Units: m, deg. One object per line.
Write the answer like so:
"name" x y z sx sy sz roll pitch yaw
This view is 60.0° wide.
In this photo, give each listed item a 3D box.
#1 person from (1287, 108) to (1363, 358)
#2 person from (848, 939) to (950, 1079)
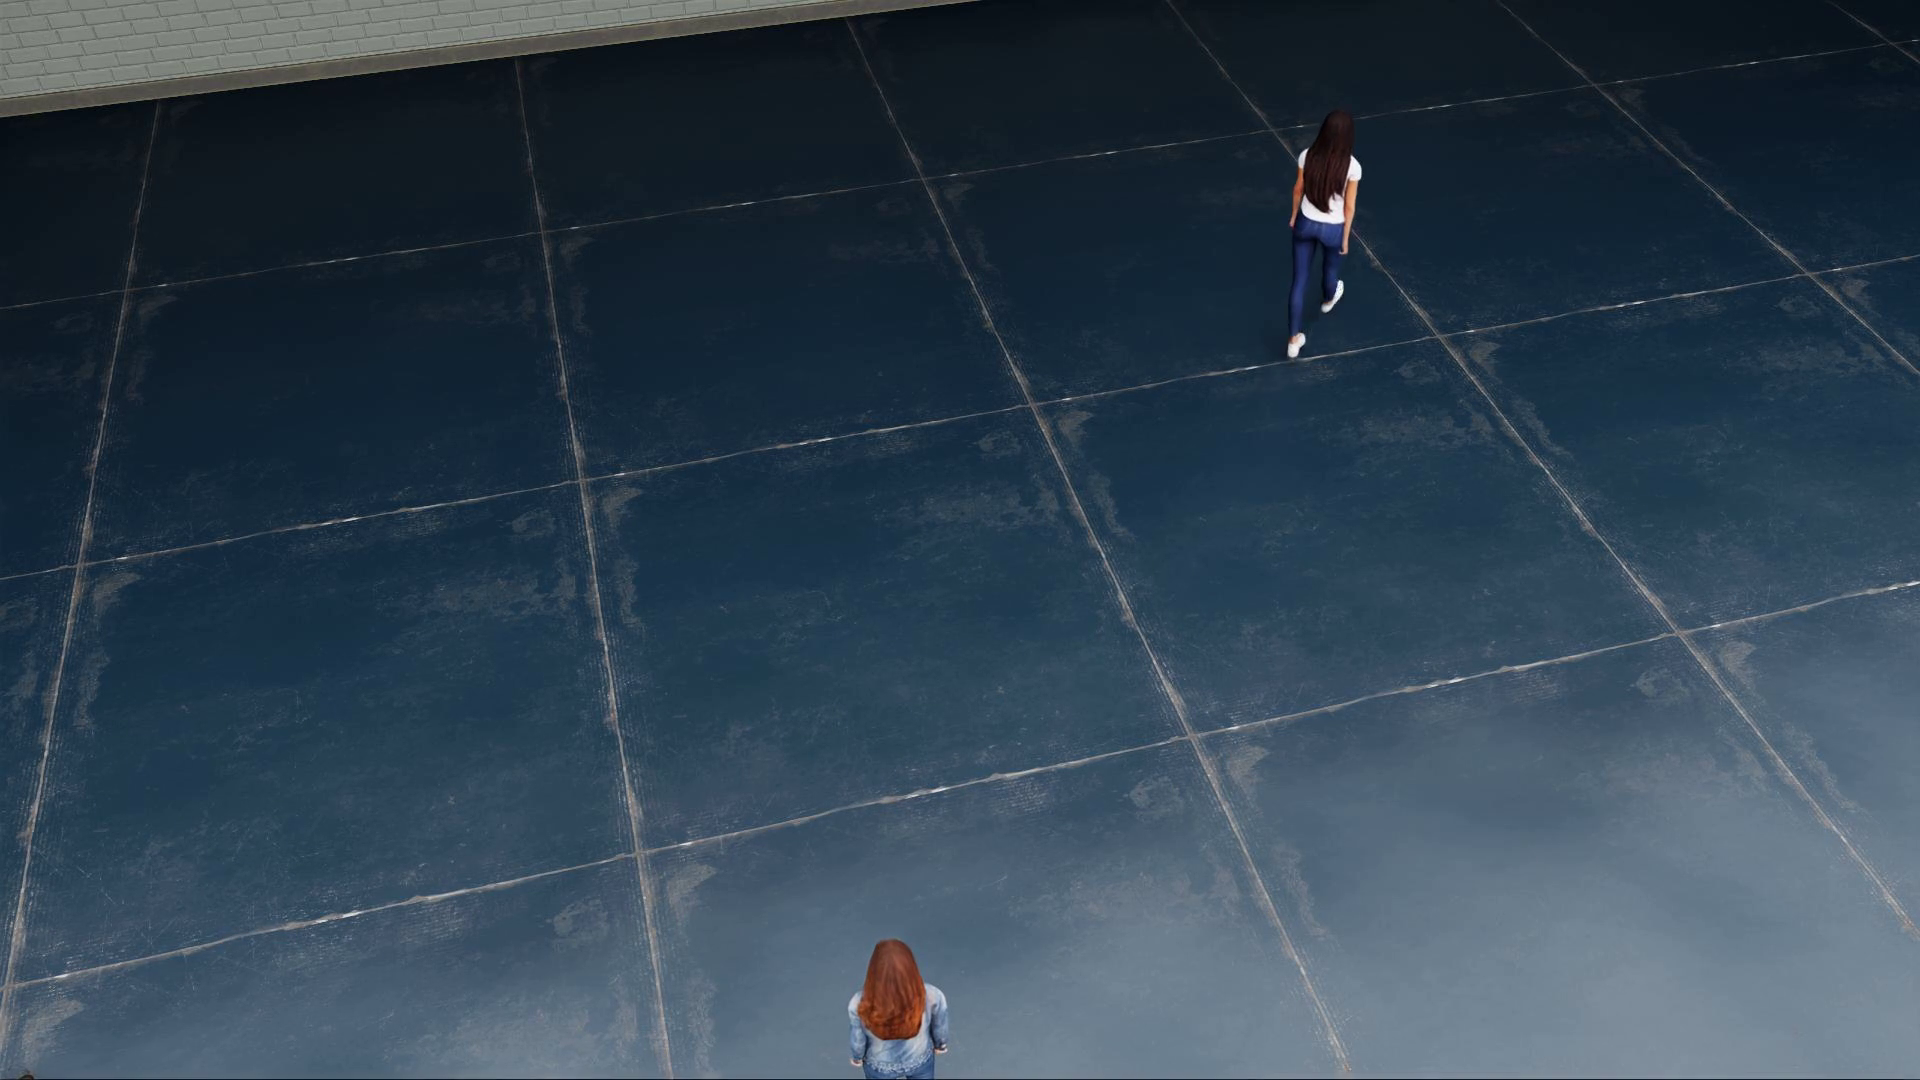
"person" 2.355 -1.987 11.035 1.018 1.746 1.108 19 46 19
"person" -0.252 2.110 6.844 0.577 1.478 0.532 -6 43 -7
